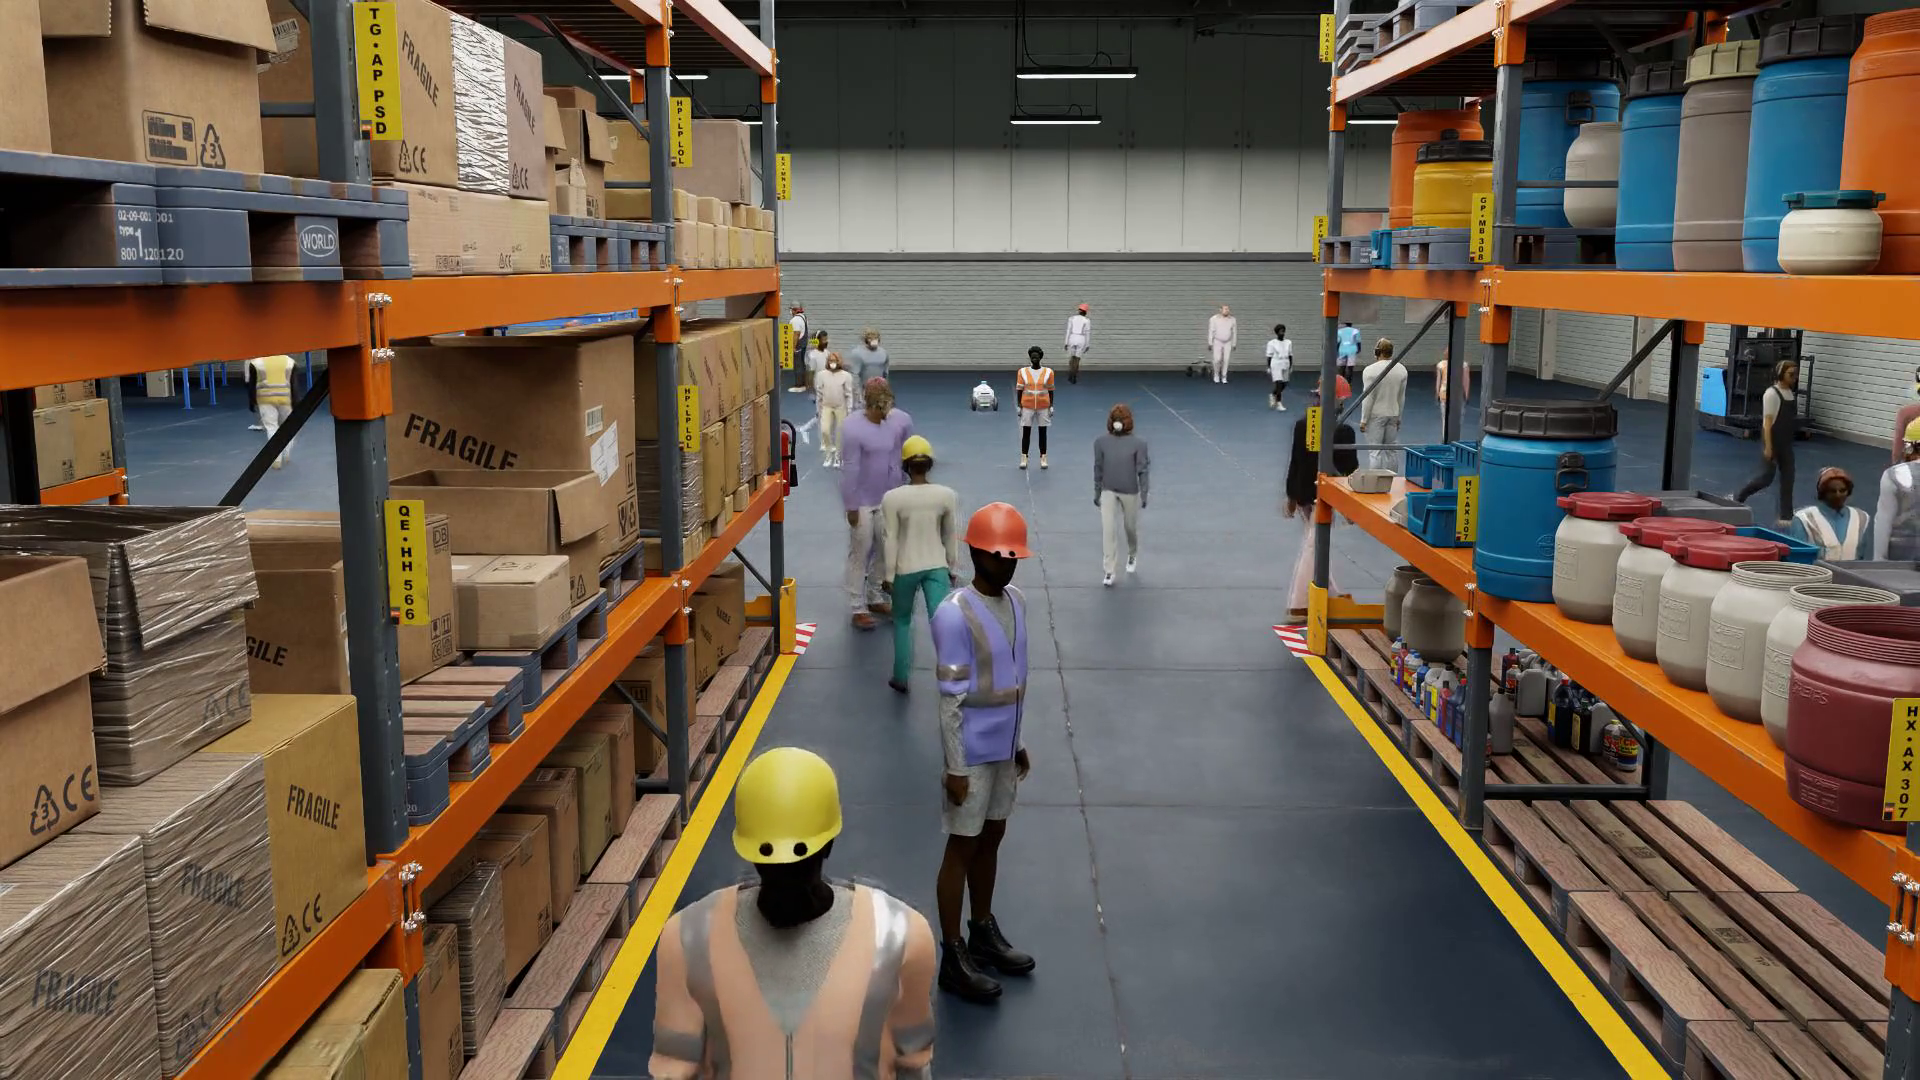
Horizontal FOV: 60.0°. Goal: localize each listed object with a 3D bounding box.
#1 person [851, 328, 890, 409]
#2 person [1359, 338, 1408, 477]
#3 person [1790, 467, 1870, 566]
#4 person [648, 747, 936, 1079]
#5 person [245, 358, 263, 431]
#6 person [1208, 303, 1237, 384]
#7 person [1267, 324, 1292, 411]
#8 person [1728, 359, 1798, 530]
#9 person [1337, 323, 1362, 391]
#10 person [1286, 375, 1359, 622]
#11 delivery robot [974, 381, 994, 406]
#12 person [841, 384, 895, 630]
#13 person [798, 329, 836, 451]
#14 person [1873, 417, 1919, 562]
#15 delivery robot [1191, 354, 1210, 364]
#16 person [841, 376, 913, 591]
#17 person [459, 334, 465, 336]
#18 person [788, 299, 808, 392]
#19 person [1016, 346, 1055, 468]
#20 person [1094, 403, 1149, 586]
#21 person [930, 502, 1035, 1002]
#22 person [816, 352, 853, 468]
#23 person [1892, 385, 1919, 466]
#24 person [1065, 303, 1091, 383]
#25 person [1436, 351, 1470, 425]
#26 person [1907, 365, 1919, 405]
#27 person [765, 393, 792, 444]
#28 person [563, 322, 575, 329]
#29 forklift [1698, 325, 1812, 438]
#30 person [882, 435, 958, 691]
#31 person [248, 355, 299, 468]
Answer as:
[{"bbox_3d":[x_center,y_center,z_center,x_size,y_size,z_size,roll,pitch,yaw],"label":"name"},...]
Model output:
[{"bbox_3d":[-1.276,-2.139,24.311,0.631,1.879,1.028,-4,10,-21],"label":"person"},{"bbox_3d":[5.120,-1.478,20.202,0.630,1.940,0.371,-5,11,-26],"label":"person"},{"bbox_3d":[5.395,0.322,10.440,0.524,1.601,0.821,0,9,-3],"label":"person"},{"bbox_3d":[-0.351,1.326,3.577,0.602,1.888,0.955,1,9,3],"label":"person"},{"bbox_3d":[-11.791,-2.780,28.142,0.886,1.900,0.594,5,11,26],"label":"person"},{"bbox_3d":[6.218,-4.634,39.252,0.680,1.889,0.504,-1,10,-8],"label":"person"},{"bbox_3d":[6.151,-3.346,32.167,0.538,1.673,0.651,-4,10,-22],"label":"person"},{"bbox_3d":[8.789,-1.049,17.992,0.520,1.827,0.787,-5,11,-29],"label":"person"},{"bbox_3d":[8.672,-4.156,37.047,0.551,1.676,0.672,5,11,28],"label":"person"},{"bbox_3d":[2.990,-0.342,13.350,0.925,1.949,0.649,-6,11,-30],"label":"person"},{"bbox_3d":[0.463,-2.850,32.405,0.477,0.478,0.707,-1,10,-3],"label":"delivery robot"},{"bbox_3d":[-0.735,-0.260,13.054,0.404,1.906,0.668,6,11,31],"label":"person"},{"bbox_3d":[-2.154,-2.285,25.337,0.630,1.840,0.526,4,10,23],"label":"person"},{"bbox_3d":[6.455,0.069,11.300,0.616,1.811,0.496,0,9,-1],"label":"person"},{"bbox_3d":[6.058,-4.556,41.848,0.335,0.223,0.698,6,12,34],"label":"delivery robot"},{"bbox_3d":[-0.730,-0.515,14.685,0.628,1.864,0.992,0,9,3],"label":"person"},{"bbox_3d":[-8.821,-3.081,30.077,0.563,1.847,0.390,0,9,1],"label":"person"},{"bbox_3d":[-3.647,-4.279,36.806,0.538,2.000,0.689,2,10,10],"label":"person"},{"bbox_3d":[1.048,-1.842,23.108,0.540,1.695,0.317,0,9,2],"label":"person"},{"bbox_3d":[1.460,-0.442,15.001,0.505,1.608,0.765,3,10,15],"label":"person"},{"bbox_3d":[0.116,0.807,6.530,0.376,1.934,0.546,6,11,32],"label":"person"},{"bbox_3d":[-1.754,-1.799,23.061,0.532,1.612,0.522,1,10,5],"label":"person"},{"bbox_3d":[9.685,-0.803,16.752,0.529,1.745,0.571,5,11,28],"label":"person"},{"bbox_3d":[2.846,-4.684,39.552,0.603,1.892,0.748,4,10,23],"label":"person"},{"bbox_3d":[7.492,-2.181,25.345,0.526,1.625,0.455,6,11,33],"label":"person"},{"bbox_3d":[12.049,-1.409,20.729,0.485,1.621,0.510,-5,11,-29],"label":"person"},{"bbox_3d":[-3.067,-2.351,26.132,0.850,1.714,0.557,-8,12,-38],"label":"person"},{"bbox_3d":[-6.655,-2.832,28.632,0.587,1.840,0.965,2,10,10],"label":"person"},{"bbox_3d":[13.248,-3.165,27.620,1.129,2.768,1.873,0,9,1],"label":"forklift"},{"bbox_3d":[-0.237,0.188,10.844,0.534,1.738,0.839,-4,10,-21],"label":"person"},{"bbox_3d":[-9.651,-1.932,23.335,0.631,1.801,0.918,-7,12,-35],"label":"person"}]
